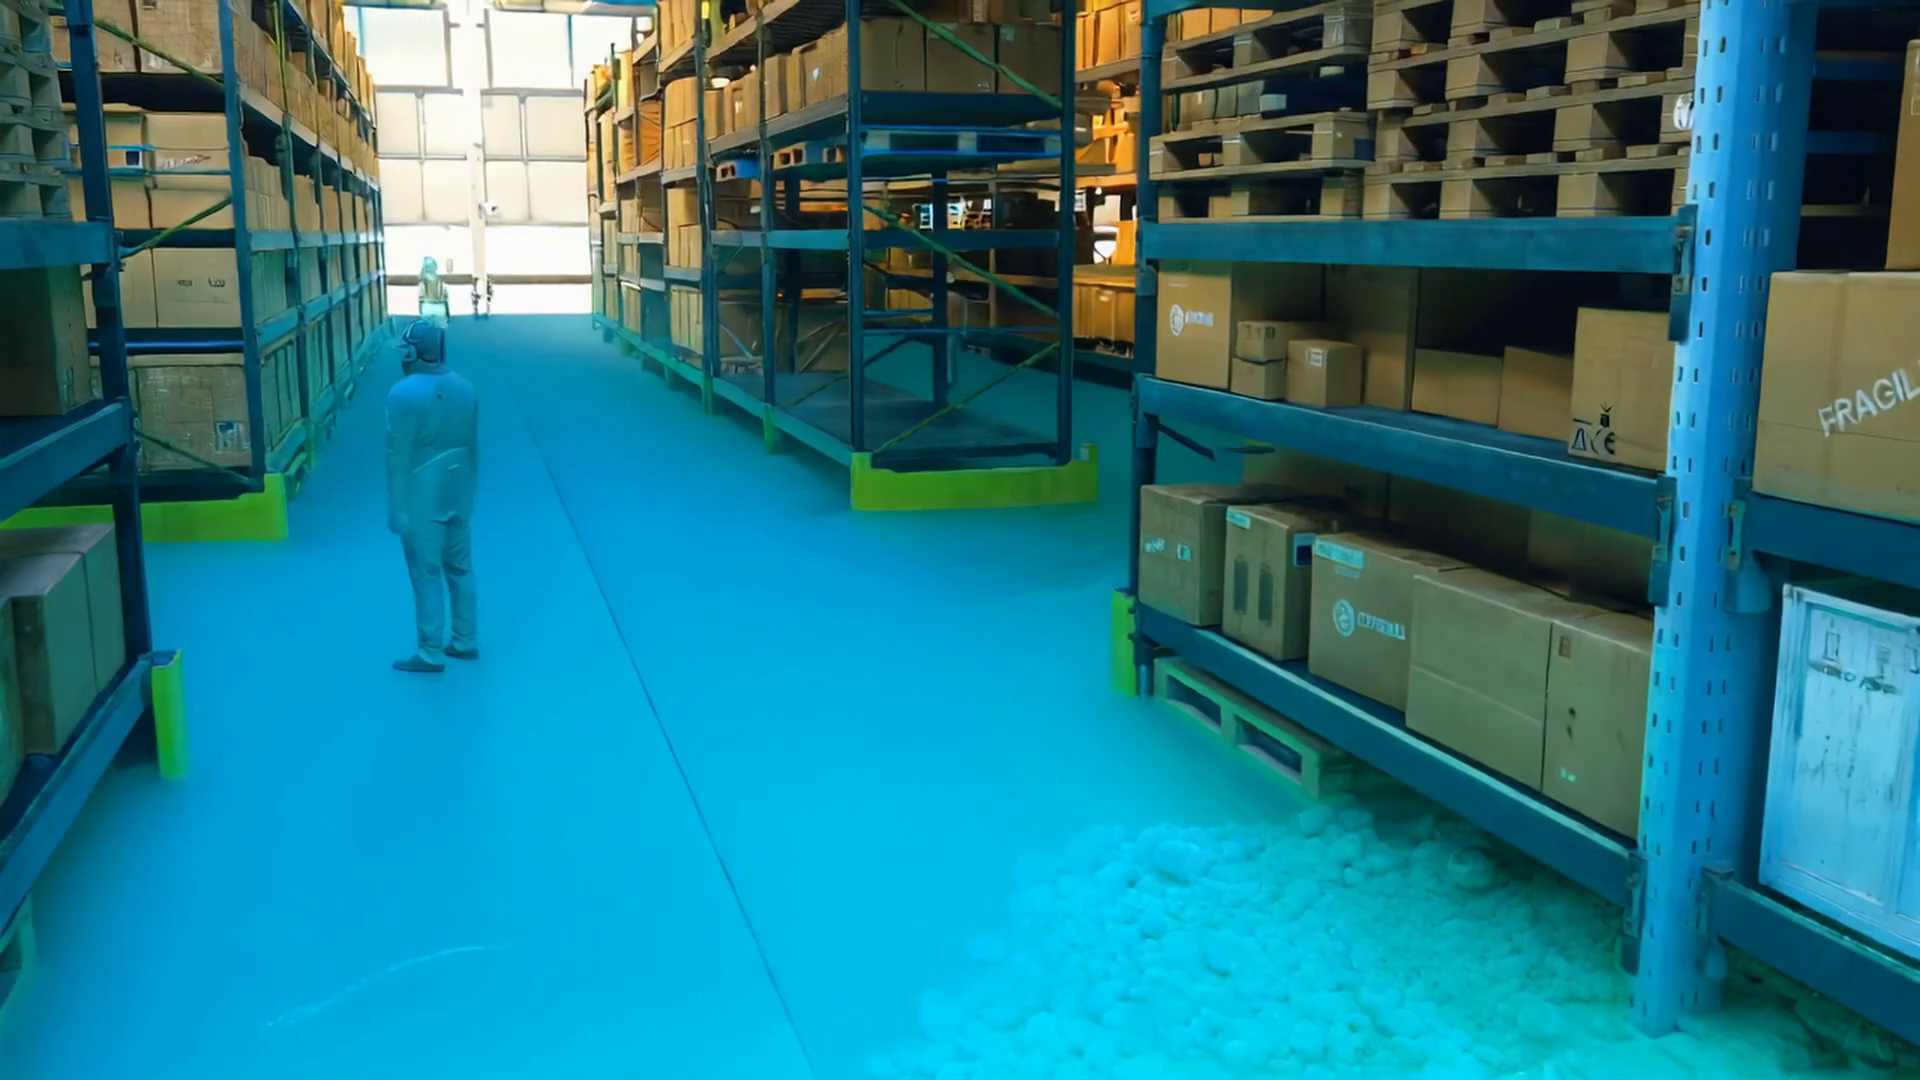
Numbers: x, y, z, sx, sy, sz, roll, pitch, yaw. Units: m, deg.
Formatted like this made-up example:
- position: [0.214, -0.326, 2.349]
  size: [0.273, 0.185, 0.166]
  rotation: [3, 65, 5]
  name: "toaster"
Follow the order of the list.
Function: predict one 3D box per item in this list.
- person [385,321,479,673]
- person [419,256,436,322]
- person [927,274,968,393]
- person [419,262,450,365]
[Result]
- position: [-2.890, -0.235, 9.062]
  size: [0.398, 1.899, 0.650]
  rotation: [4, 11, 20]
  name: "person"
- position: [-13.843, -6.483, 43.459]
  size: [0.634, 1.841, 0.429]
  rotation: [8, 13, 38]
  name: "person"
- position: [-0.192, -3.114, 25.145]
  size: [0.607, 1.792, 0.915]
  rotation: [-2, 11, -12]
  name: "person"
- position: [-9.739, -4.198, 30.830]
  size: [0.550, 1.899, 0.952]
  rotation: [-4, 11, -21]
  name: "person"
